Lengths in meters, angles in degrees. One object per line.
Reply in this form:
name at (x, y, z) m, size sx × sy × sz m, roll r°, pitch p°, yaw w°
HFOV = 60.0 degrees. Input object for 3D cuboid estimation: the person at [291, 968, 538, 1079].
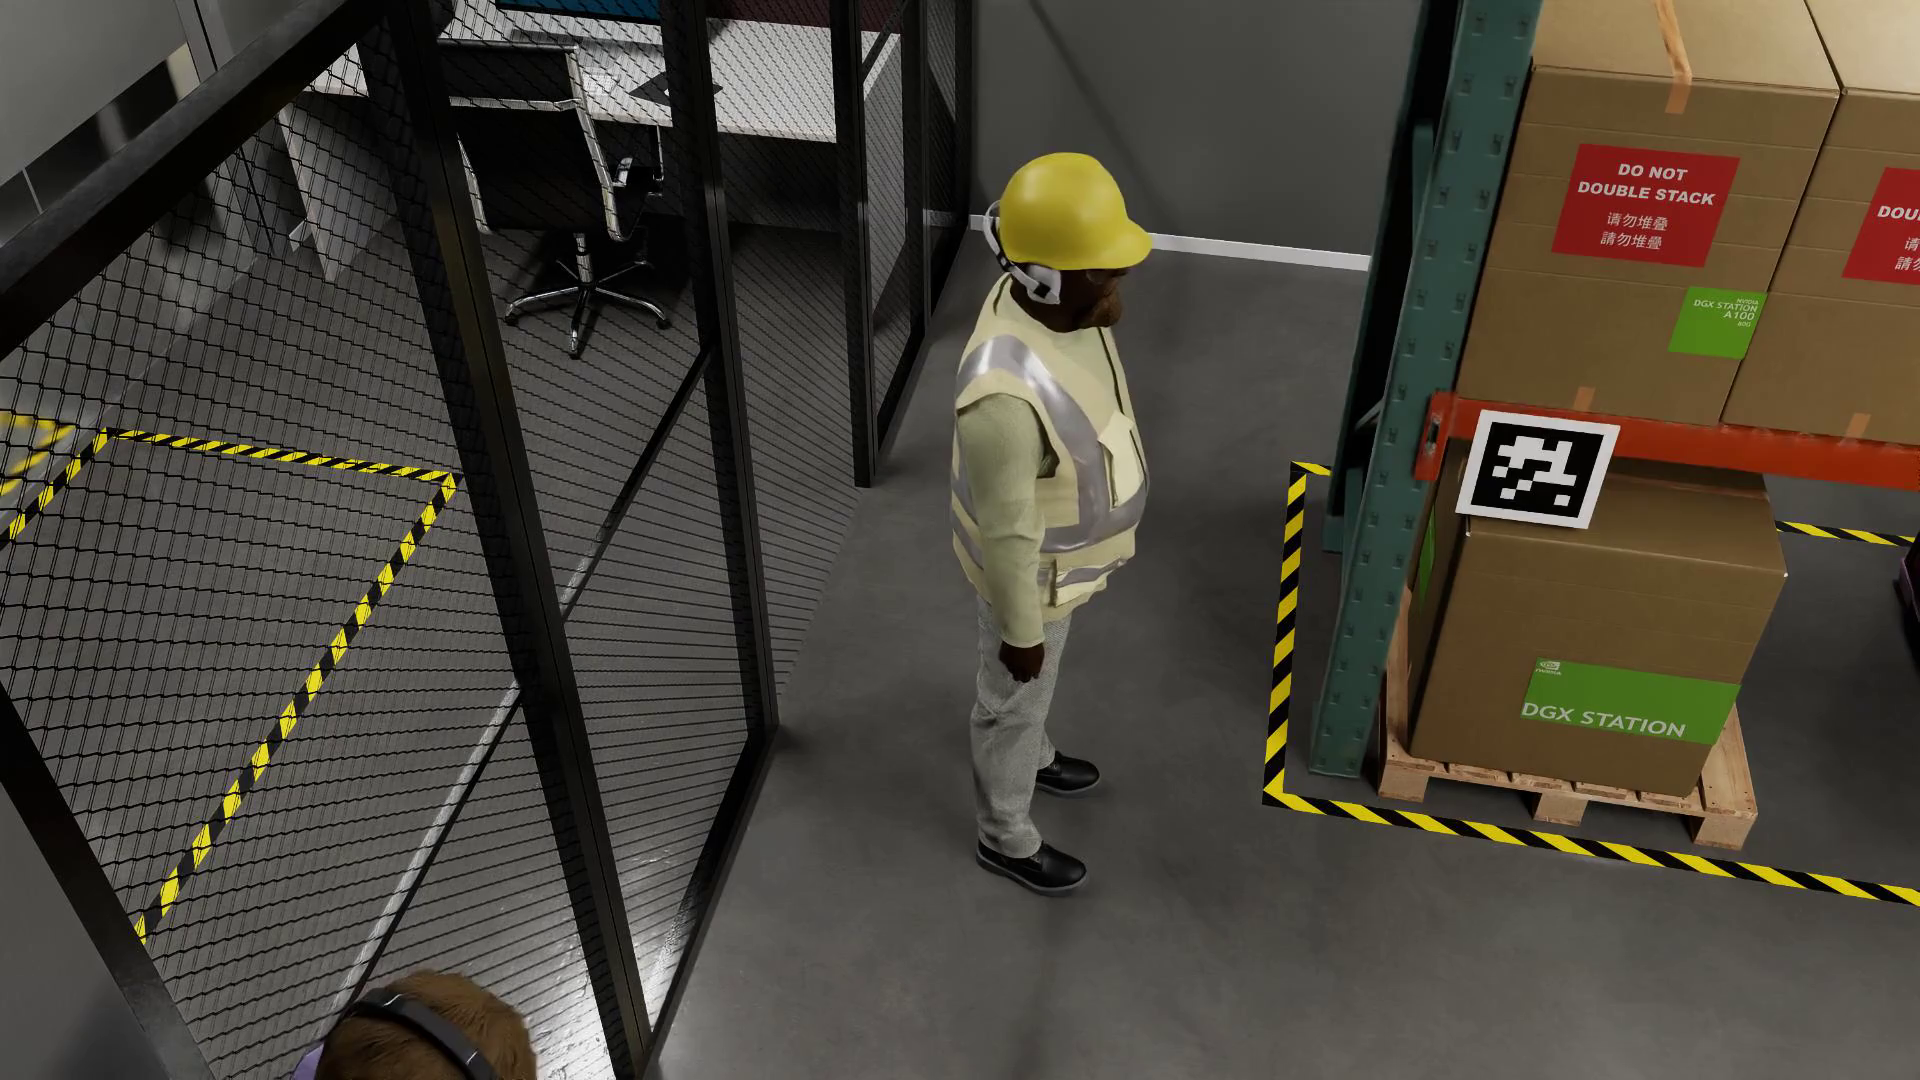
person at (-0.513, 1.158, 2.164) m, size 0.629 × 1.940 × 0.379 m, roll 21°, pitch 45°, yaw 22°

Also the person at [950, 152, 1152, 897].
person at (0.188, 0.010, 3.564) m, size 0.403 × 1.835 × 0.588 m, roll 8°, pitch 42°, yaw 9°
